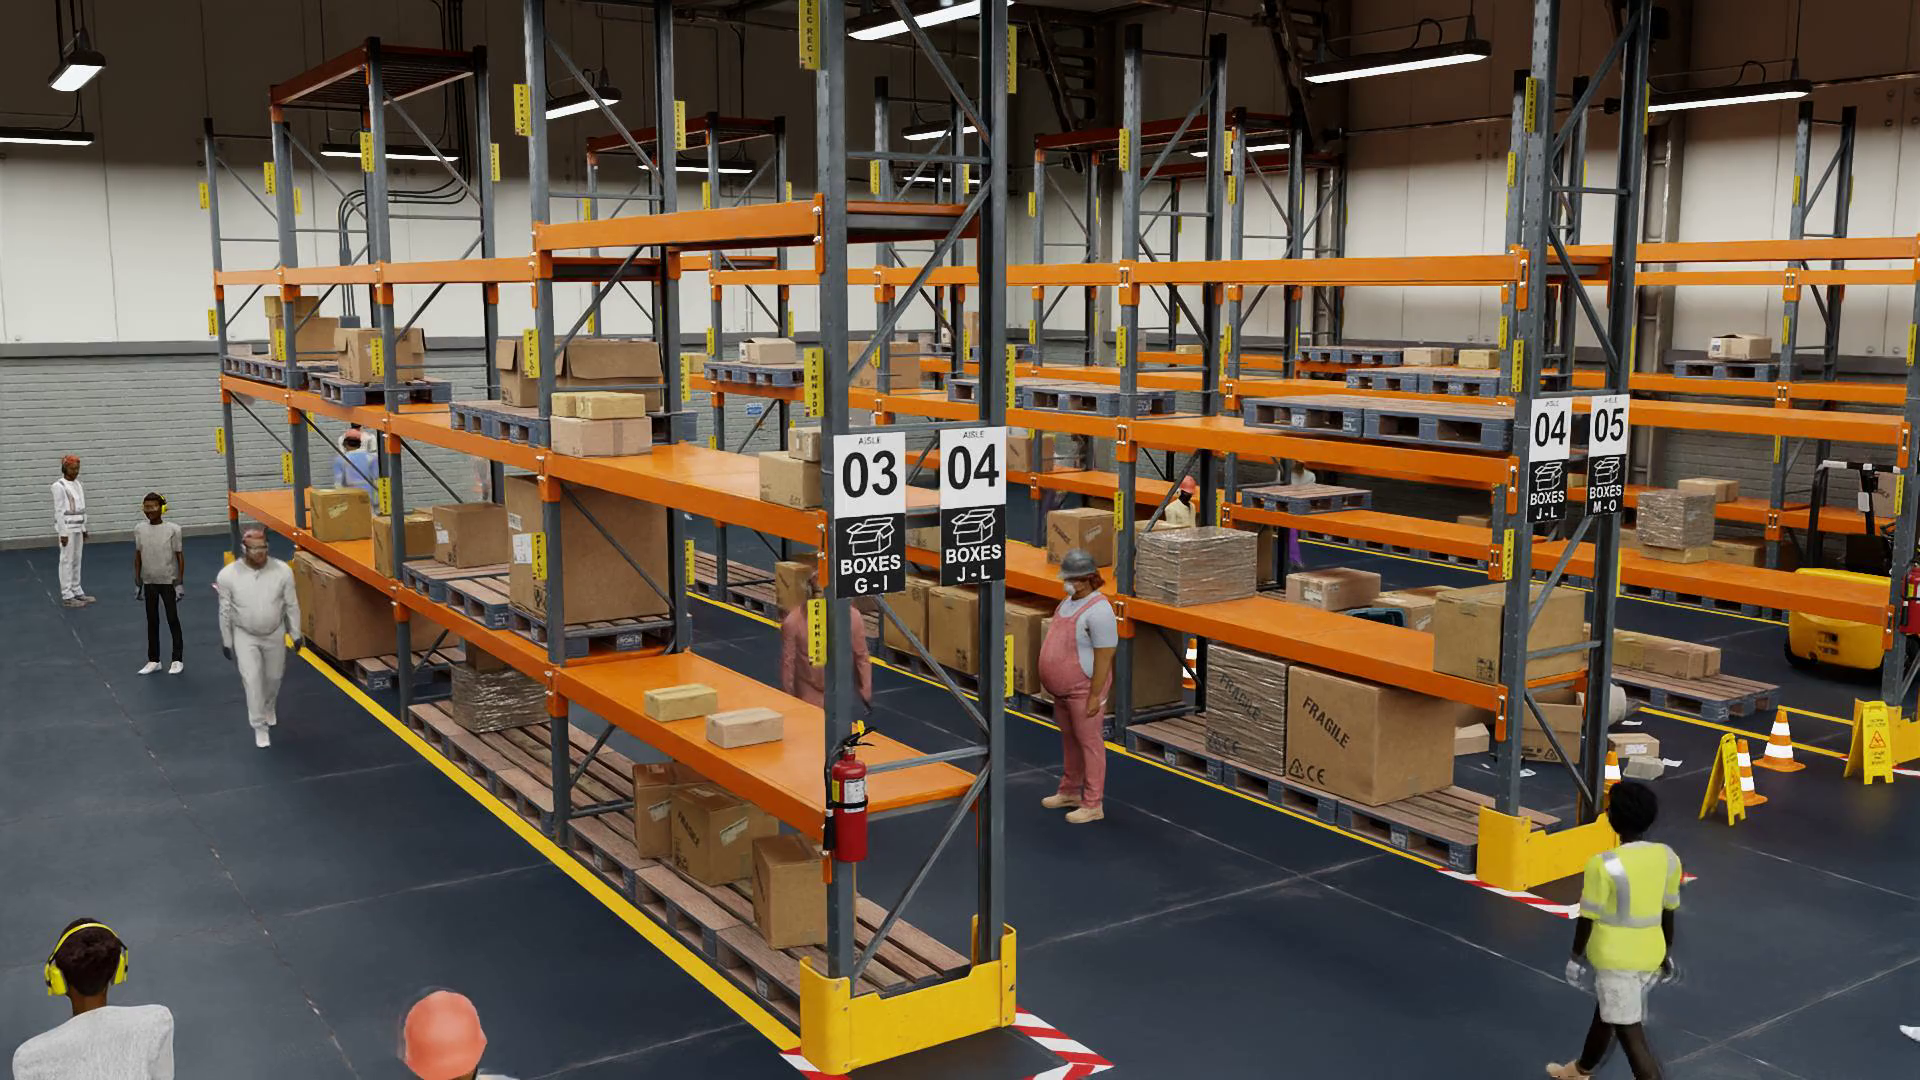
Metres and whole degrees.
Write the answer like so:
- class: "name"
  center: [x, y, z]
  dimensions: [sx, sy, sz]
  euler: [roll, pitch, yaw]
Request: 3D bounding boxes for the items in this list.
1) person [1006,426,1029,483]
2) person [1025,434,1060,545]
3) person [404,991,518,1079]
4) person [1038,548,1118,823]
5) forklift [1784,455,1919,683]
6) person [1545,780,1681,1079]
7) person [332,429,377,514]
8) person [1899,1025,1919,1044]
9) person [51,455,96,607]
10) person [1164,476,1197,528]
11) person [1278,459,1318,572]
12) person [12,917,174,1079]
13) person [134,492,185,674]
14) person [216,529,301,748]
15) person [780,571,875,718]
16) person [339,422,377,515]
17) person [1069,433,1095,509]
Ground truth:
- class: "person"
  center: [1.220, -2.038, 33.881]
  dimensions: [0.573, 1.749, 0.342]
  euler: [2, 9, 14]
- class: "person"
  center: [1.297, -0.775, 25.562]
  dimensions: [0.805, 1.716, 0.535]
  euler: [-3, 9, -19]
- class: "person"
  center: [-1.562, 2.225, 5.075]
  dimensions: [0.542, 1.896, 0.991]
  euler: [-6, 10, -33]
- class: "person"
  center: [0.848, 1.058, 12.317]
  dimensions: [0.538, 2.000, 0.683]
  euler: [-3, 9, -22]
- class: "forklift"
  center: [9.643, 0.253, 17.172]
  dimensions: [2.313, 2.155, 1.214]
  euler: [-6, 10, -33]
- class: "person"
  center: [3.097, 1.936, 7.767]
  dimensions: [0.540, 1.652, 0.857]
  euler: [-4, 10, -27]
- class: "person"
  center: [-8.440, -0.549, 23.238]
  dimensions: [0.658, 1.980, 1.078]
  euler: [-6, 11, -37]
- class: "person"
  center: [5.347, 1.770, 8.250]
  dimensions: [1.012, 1.856, 0.581]
  euler: [7, 11, 40]
- class: "person"
  center: [-11.034, -0.120, 20.676]
  dimensions: [0.362, 1.886, 0.576]
  euler: [0, 9, -2]
- class: "person"
  center: [2.628, 0.113, 19.585]
  dimensions: [0.338, 1.743, 0.560]
  euler: [7, 11, 38]
- class: "person"
  center: [4.743, -0.432, 23.369]
  dimensions: [0.583, 1.697, 0.914]
  euler: [-2, 9, -15]
- class: "person"
  center: [-2.845, 2.163, 5.529]
  dimensions: [0.328, 1.872, 0.515]
  euler: [8, 11, 41]
- class: "person"
  center: [-8.178, 0.441, 16.975]
  dimensions: [0.514, 1.876, 0.328]
  euler: [0, 9, 0]
- class: "person"
  center: [-6.123, 0.809, 14.540]
  dimensions: [0.651, 1.878, 0.888]
  euler: [-5, 10, -32]
- class: "person"
  center: [-0.955, 1.159, 12.250]
  dimensions: [0.646, 1.863, 0.963]
  euler: [-3, 9, -21]
- class: "person"
  center: [-9.831, -1.121, 27.204]
  dimensions: [0.584, 1.927, 0.367]
  euler: [-5, 10, -28]
- class: "person"
  center: [1.848, -0.797, 24.794]
  dimensions: [0.569, 2.012, 0.616]
  euler: [0, 9, 1]
